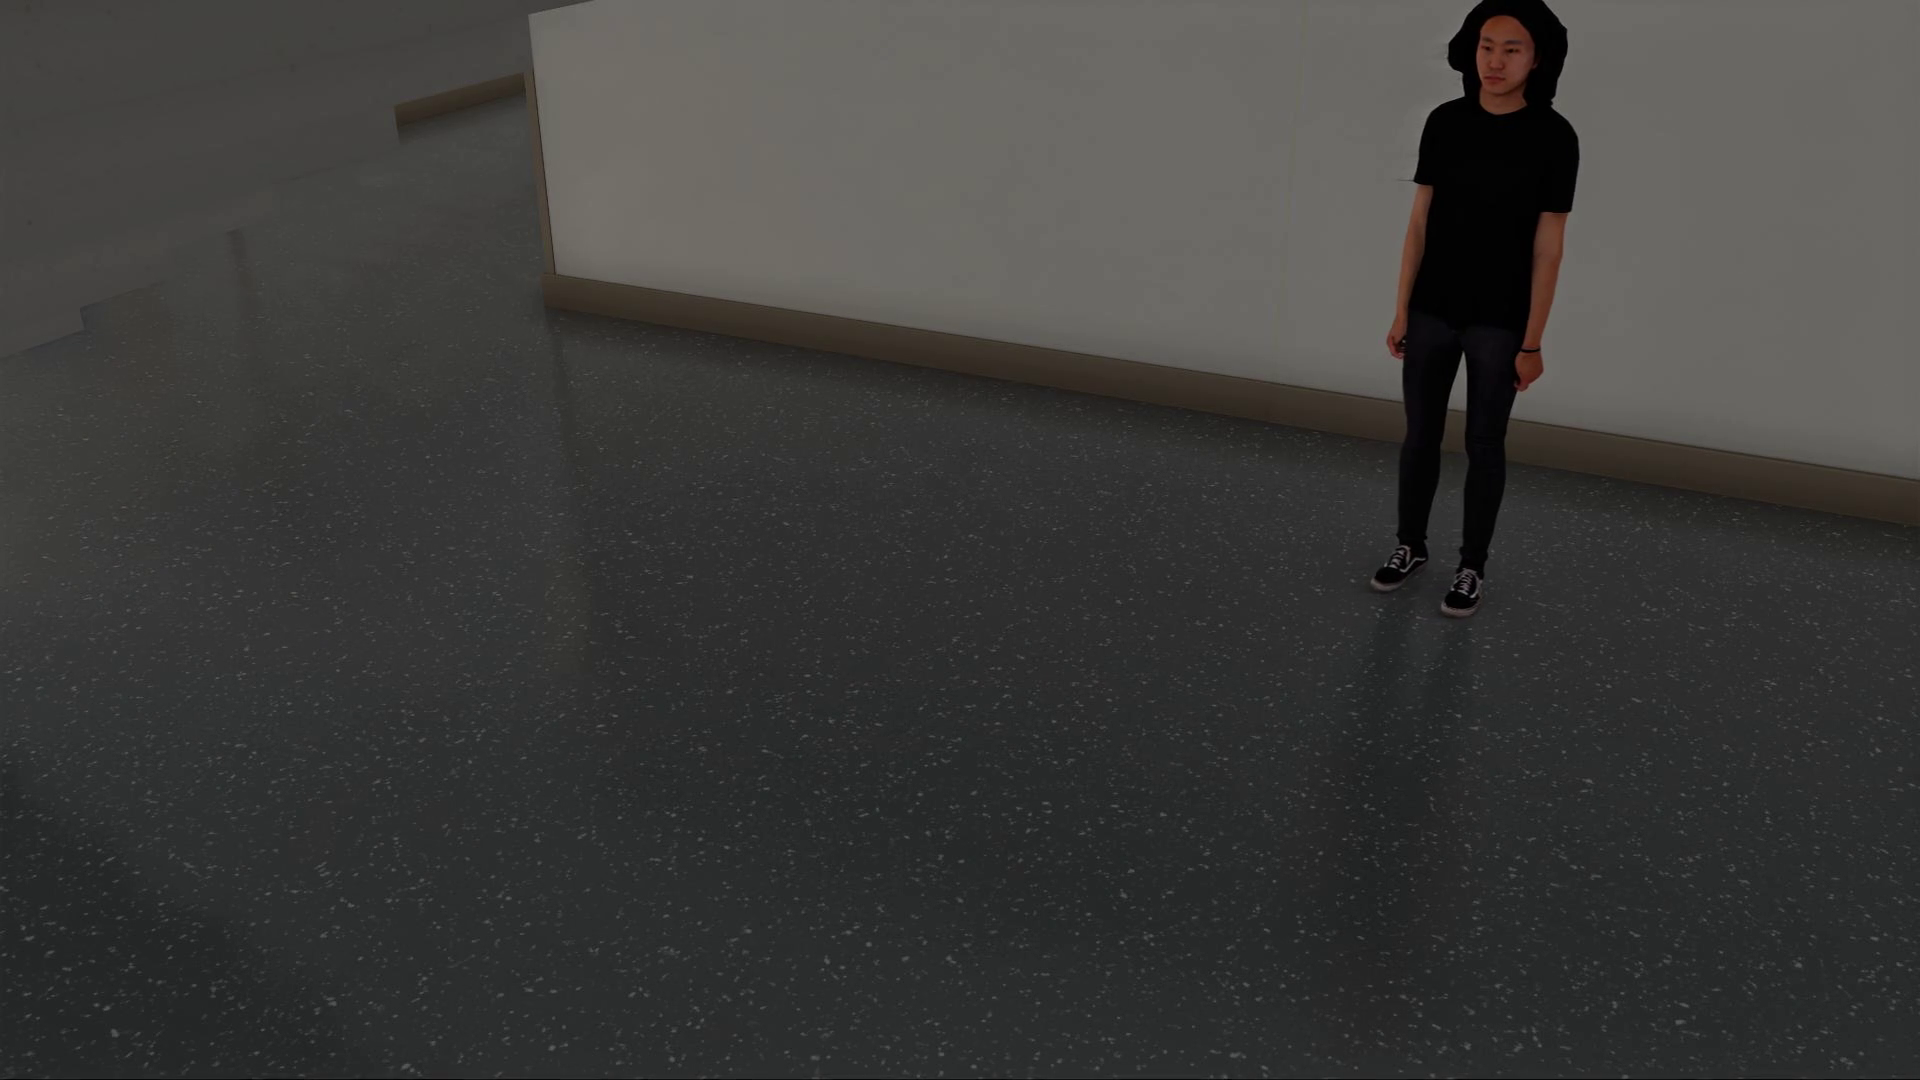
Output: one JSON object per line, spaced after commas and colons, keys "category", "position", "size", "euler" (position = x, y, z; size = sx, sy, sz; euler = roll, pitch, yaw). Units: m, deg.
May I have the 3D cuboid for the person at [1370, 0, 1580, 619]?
{"category": "person", "position": [1.509, -0.684, 4.880], "size": [0.563, 1.829, 0.745], "euler": [20, 32, 35]}
